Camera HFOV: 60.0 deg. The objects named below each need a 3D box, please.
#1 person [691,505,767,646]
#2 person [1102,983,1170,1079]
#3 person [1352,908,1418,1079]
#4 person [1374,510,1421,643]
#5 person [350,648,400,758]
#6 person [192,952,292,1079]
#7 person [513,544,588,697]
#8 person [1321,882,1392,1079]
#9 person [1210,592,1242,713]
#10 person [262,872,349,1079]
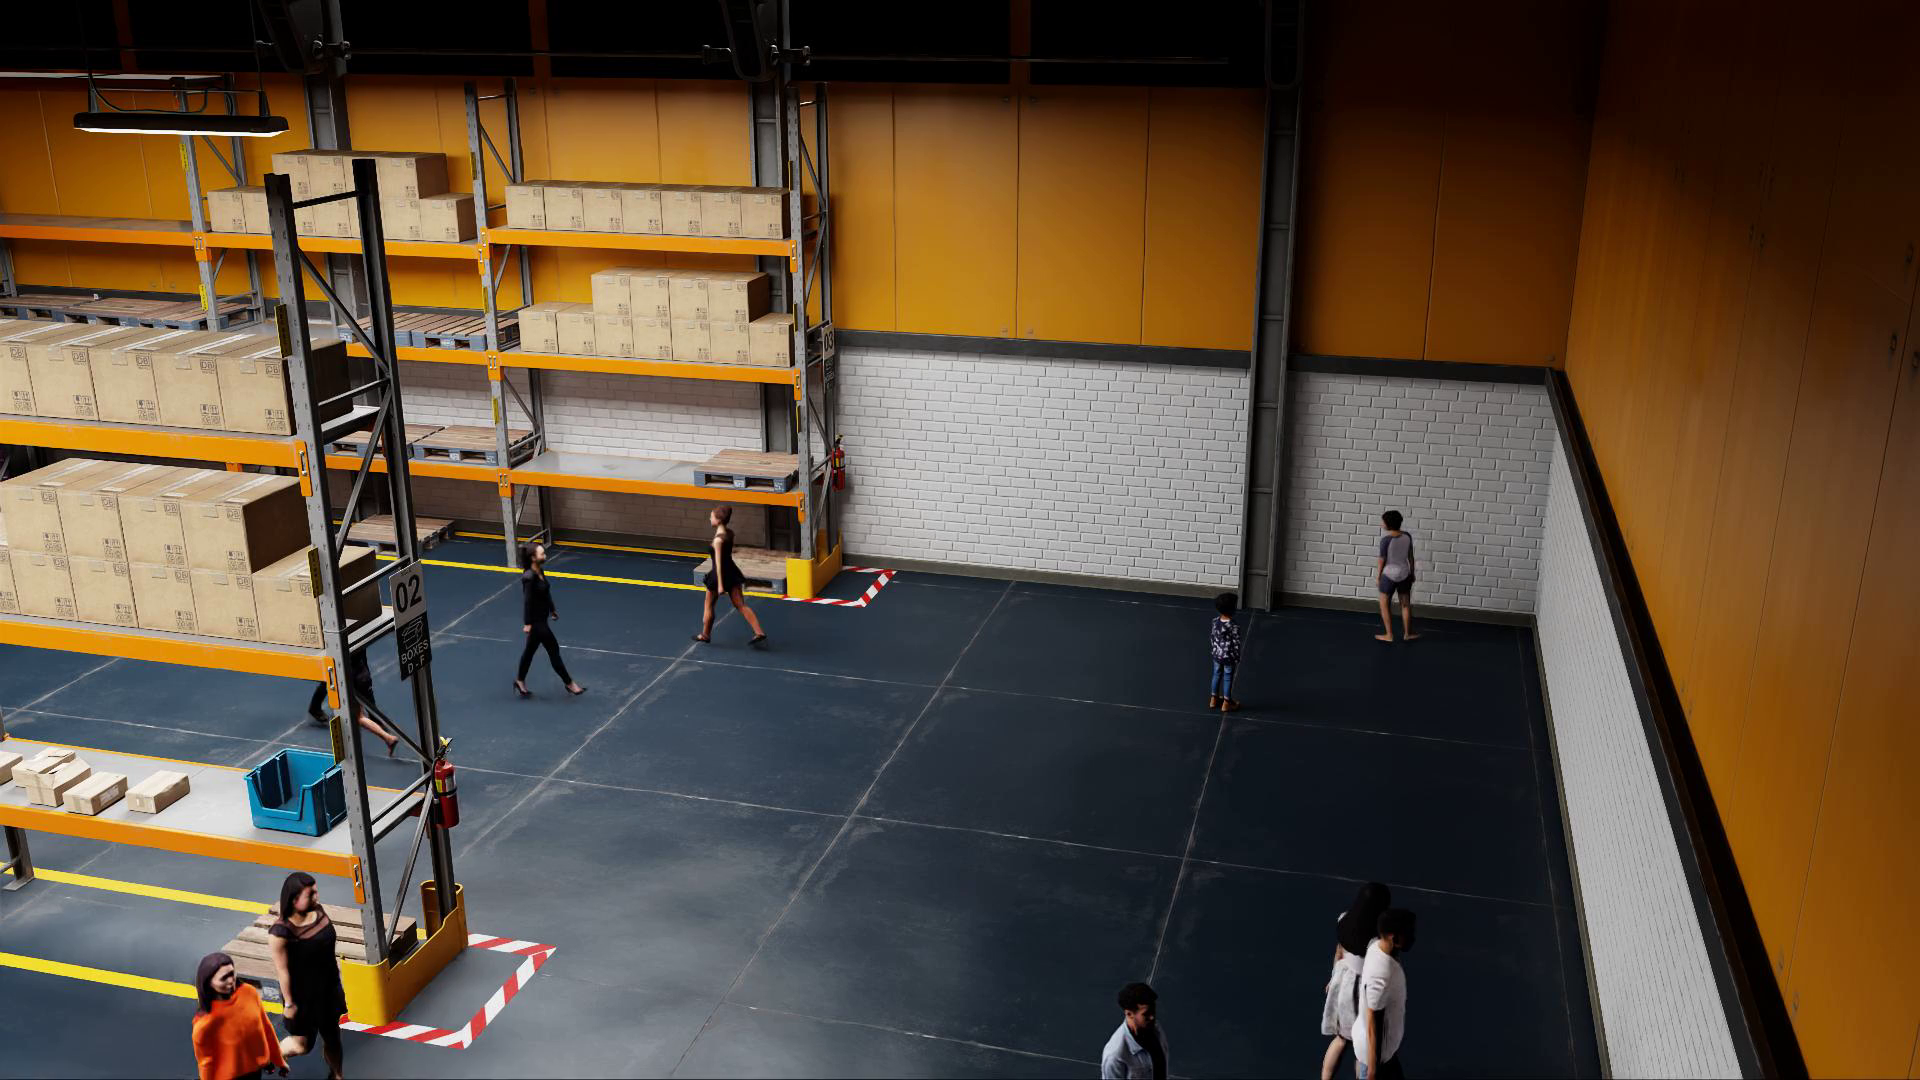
[{"bbox_3d":[-2.531,0.437,18.437,1.123,1.634,0.611,6,20,17],"label":"person"},{"bbox_3d":[0.997,3.336,9.552,0.704,1.811,0.753,13,23,34],"label":"person"},{"bbox_3d":[2.490,3.089,10.240,0.629,1.841,0.680,3,19,10],"label":"person"},{"bbox_3d":[4.933,0.400,18.693,0.712,1.541,0.859,-2,19,-7],"label":"person"},{"bbox_3d":[-5.688,1.371,15.820,0.952,1.535,0.547,4,19,13],"label":"person"},{"bbox_3d":[-4.407,3.236,10.010,1.092,1.708,0.656,6,20,17],"label":"person"},{"bbox_3d":[-4.424,0.865,17.122,1.079,1.663,0.765,1,19,2],"label":"person"},{"bbox_3d":[2.503,2.975,10.707,0.914,1.757,0.854,-7,20,-21],"label":"person"},{"bbox_3d":[2.705,1.130,16.980,0.634,1.250,0.545,-17,25,-41],"label":"person"},{"bbox_3d":[-4.320,2.952,10.868,0.907,1.698,0.682,6,20,17],"label":"person"}]
